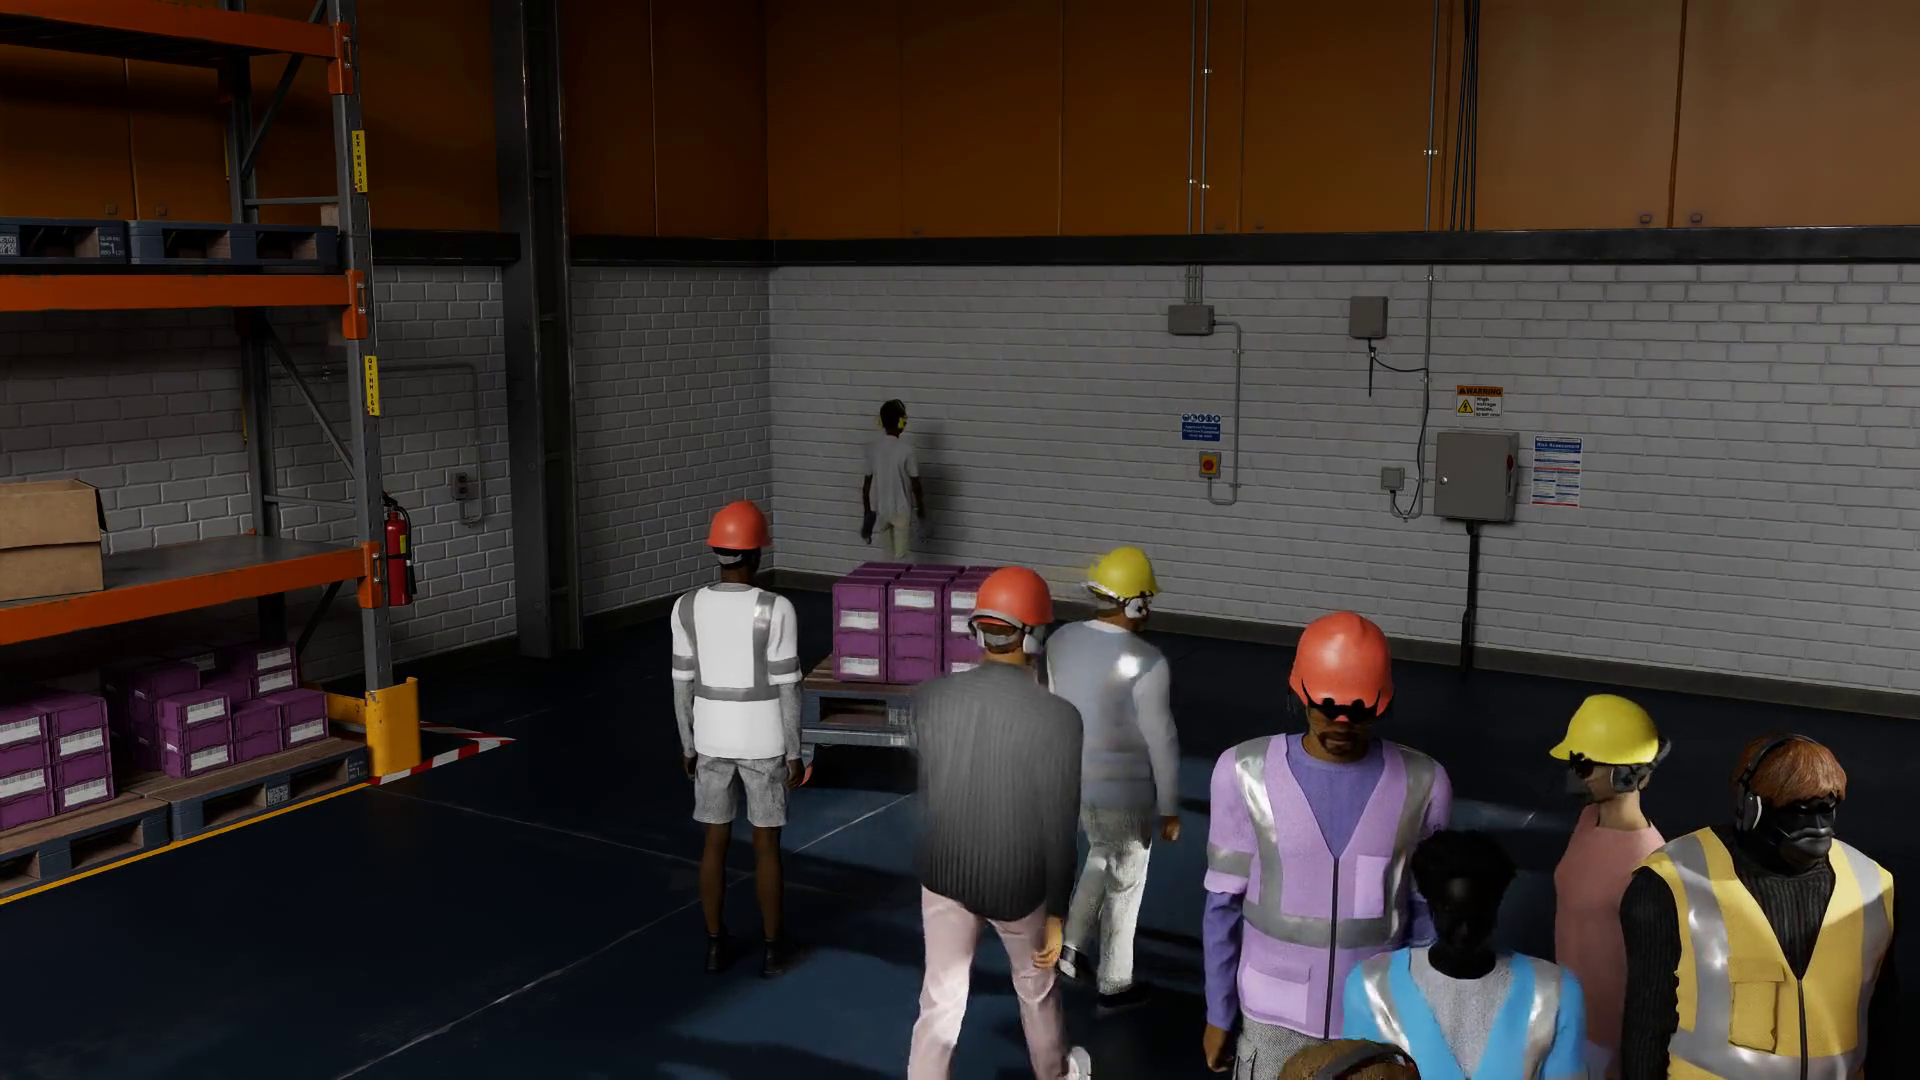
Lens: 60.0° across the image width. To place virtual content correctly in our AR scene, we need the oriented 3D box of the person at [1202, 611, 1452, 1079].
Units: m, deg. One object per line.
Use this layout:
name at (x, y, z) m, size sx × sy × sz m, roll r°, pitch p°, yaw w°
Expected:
person at (0.909, 1.168, 4.154) m, size 0.605 × 2.034 × 0.393 m, roll 1°, pitch 9°, yaw 4°

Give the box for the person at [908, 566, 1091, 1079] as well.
person at (0.113, 1.048, 5.232) m, size 0.611 × 1.933 × 1.037 m, roll 4°, pitch 10°, yaw 25°

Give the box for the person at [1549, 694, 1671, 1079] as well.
person at (1.671, 1.268, 4.366) m, size 0.319 × 1.767 × 0.530 m, roll 0°, pitch 9°, yaw 2°

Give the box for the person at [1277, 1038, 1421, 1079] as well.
person at (0.446, 1.535, 2.266) m, size 0.652 × 1.913 × 0.453 m, roll -6°, pitch 11°, yaw -32°

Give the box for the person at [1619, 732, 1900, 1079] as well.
person at (1.814, 1.329, 3.792) m, size 0.618 × 1.836 × 0.430 m, roll 0°, pitch 9°, yaw 1°

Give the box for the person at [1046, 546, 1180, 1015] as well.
person at (0.599, 0.922, 6.360) m, size 0.431 × 1.816 × 0.620 m, roll -8°, pitch 12°, yaw -39°

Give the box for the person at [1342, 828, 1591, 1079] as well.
person at (1.109, 1.423, 3.730) m, size 0.536 × 1.667 × 0.836 m, roll 1°, pitch 9°, yaw 9°

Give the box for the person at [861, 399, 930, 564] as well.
person at (-0.528, -0.193, 13.233) m, size 0.559 × 1.869 × 0.480 m, roll 6°, pitch 11°, yaw 31°

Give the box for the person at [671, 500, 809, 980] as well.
person at (-0.878, 0.806, 6.708) m, size 0.542 × 1.939 × 0.368 m, roll 2°, pitch 9°, yaw 15°
